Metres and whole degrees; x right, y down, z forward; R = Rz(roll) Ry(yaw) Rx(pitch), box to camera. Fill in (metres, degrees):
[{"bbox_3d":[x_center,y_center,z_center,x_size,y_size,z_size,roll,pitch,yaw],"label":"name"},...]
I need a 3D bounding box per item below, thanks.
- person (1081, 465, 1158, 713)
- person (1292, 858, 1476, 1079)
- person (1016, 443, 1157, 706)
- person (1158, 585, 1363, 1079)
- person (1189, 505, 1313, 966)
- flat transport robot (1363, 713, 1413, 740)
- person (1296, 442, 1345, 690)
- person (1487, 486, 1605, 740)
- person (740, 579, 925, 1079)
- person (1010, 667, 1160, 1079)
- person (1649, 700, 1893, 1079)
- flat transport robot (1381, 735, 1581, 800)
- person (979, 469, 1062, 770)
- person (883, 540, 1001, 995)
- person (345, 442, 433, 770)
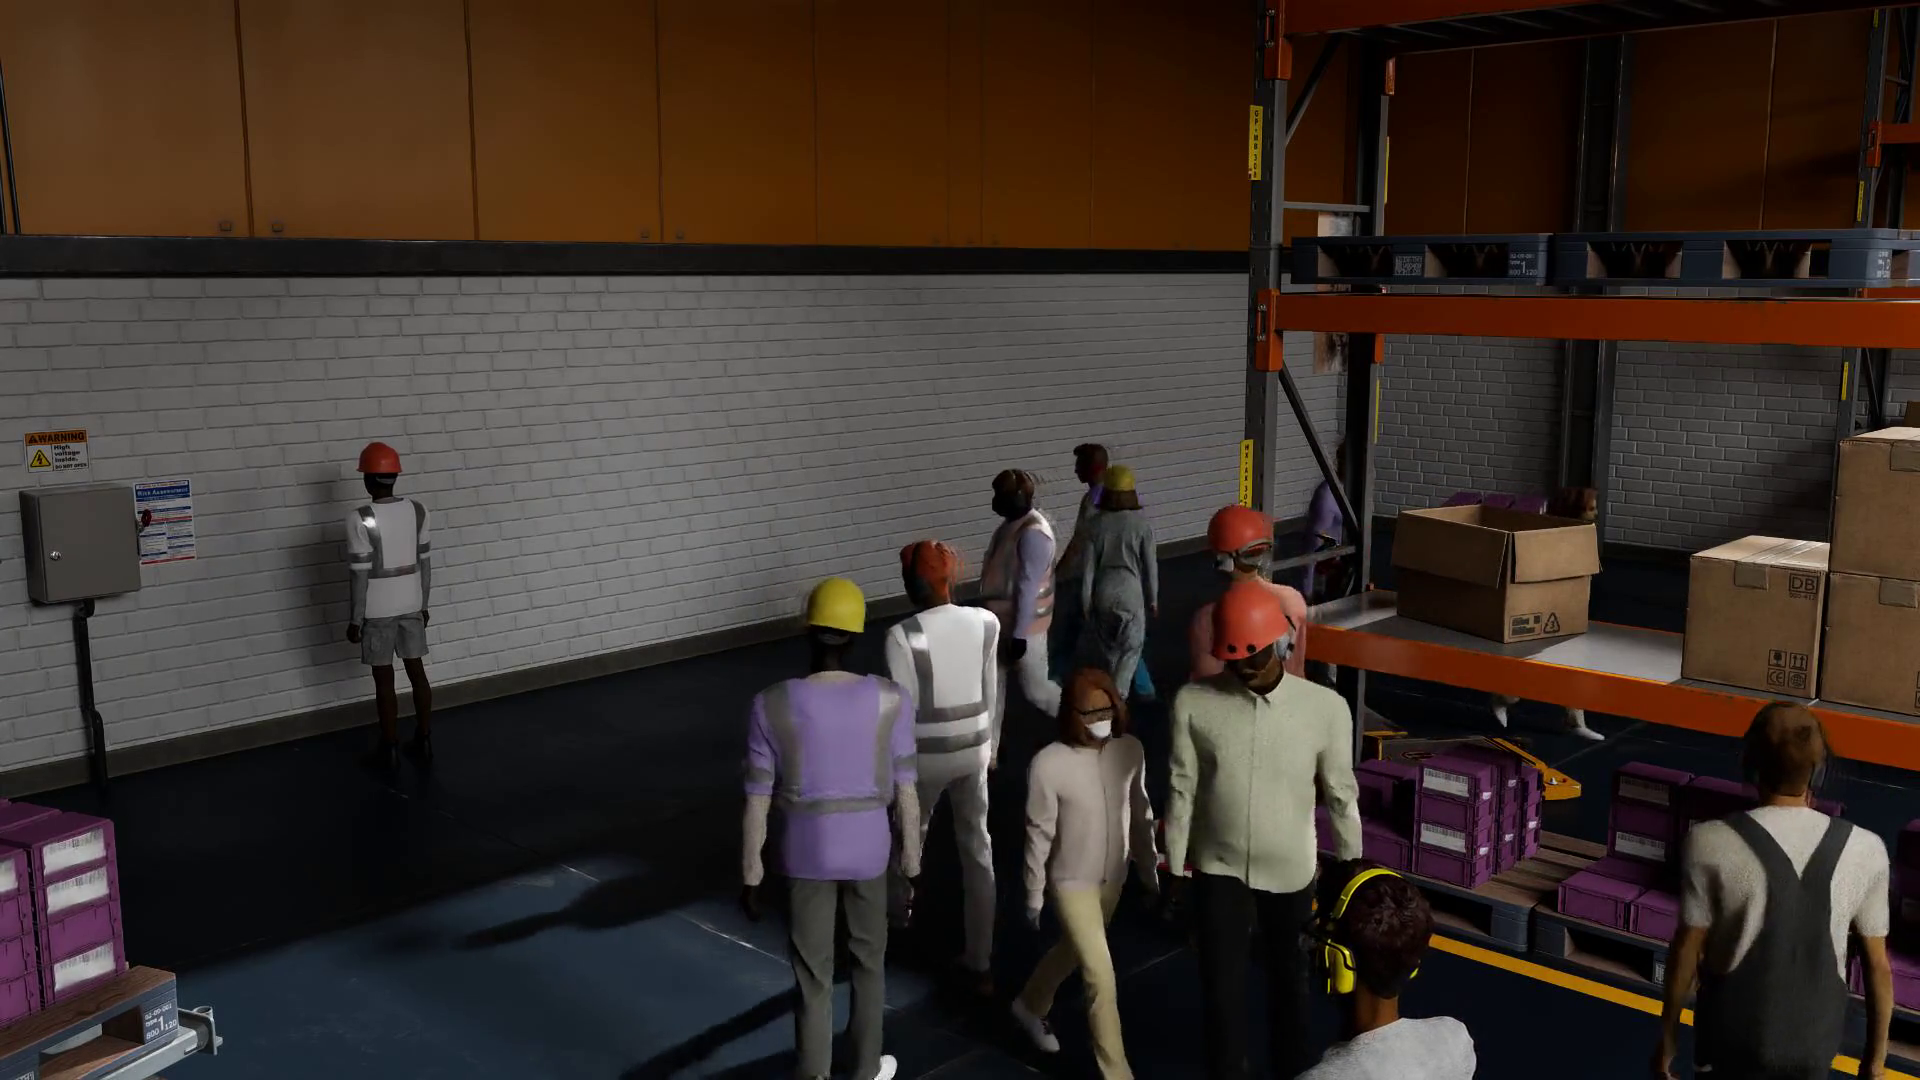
[{"bbox_3d":[0.991,0.381,10.573,0.487,1.719,0.782,4,10,22],"label":"person"},{"bbox_3d":[0.743,1.513,3.161,0.532,1.870,0.315,-8,12,-39],"label":"person"},{"bbox_3d":[0.887,0.238,11.253,1.009,1.781,0.563,2,9,12],"label":"person"},{"bbox_3d":[0.981,1.102,5.470,0.685,1.939,0.869,1,9,9],"label":"person"},{"bbox_3d":[1.203,0.841,6.923,0.623,1.982,0.511,-6,11,-32],"label":"person"},{"bbox_3d":[2.219,1.143,10.313,0.652,0.197,1.431,-2,9,-10],"label":"flat transport robot"},{"bbox_3d":[2.370,0.255,10.903,0.720,1.882,0.636,5,11,29],"label":"person"},{"bbox_3d":[3.710,0.457,10.415,0.635,1.621,0.526,5,10,27],"label":"person"},{"bbox_3d":[-0.440,1.091,5.720,0.636,1.892,0.555,-2,10,-14],"label":"person"},{"bbox_3d":[0.421,1.203,5.941,0.520,1.593,0.850,-6,11,-35],"label":"person"},{"bbox_3d":[2.137,1.334,4.377,0.552,1.825,0.452,1,9,6],"label":"person"},{"bbox_3d":[2.668,1.299,9.357,1.431,0.197,0.652,-2,9,-10],"label":"flat transport robot"},{"bbox_3d":[0.413,0.480,9.693,0.854,1.813,0.625,-3,10,-19],"label":"person"},{"bbox_3d":[-0.125,0.899,6.981,0.594,1.839,0.950,-5,11,-29],"label":"person"},{"bbox_3d":[-3.383,0.389,9.837,0.360,1.939,0.543,7,12,36],"label":"person"}]
